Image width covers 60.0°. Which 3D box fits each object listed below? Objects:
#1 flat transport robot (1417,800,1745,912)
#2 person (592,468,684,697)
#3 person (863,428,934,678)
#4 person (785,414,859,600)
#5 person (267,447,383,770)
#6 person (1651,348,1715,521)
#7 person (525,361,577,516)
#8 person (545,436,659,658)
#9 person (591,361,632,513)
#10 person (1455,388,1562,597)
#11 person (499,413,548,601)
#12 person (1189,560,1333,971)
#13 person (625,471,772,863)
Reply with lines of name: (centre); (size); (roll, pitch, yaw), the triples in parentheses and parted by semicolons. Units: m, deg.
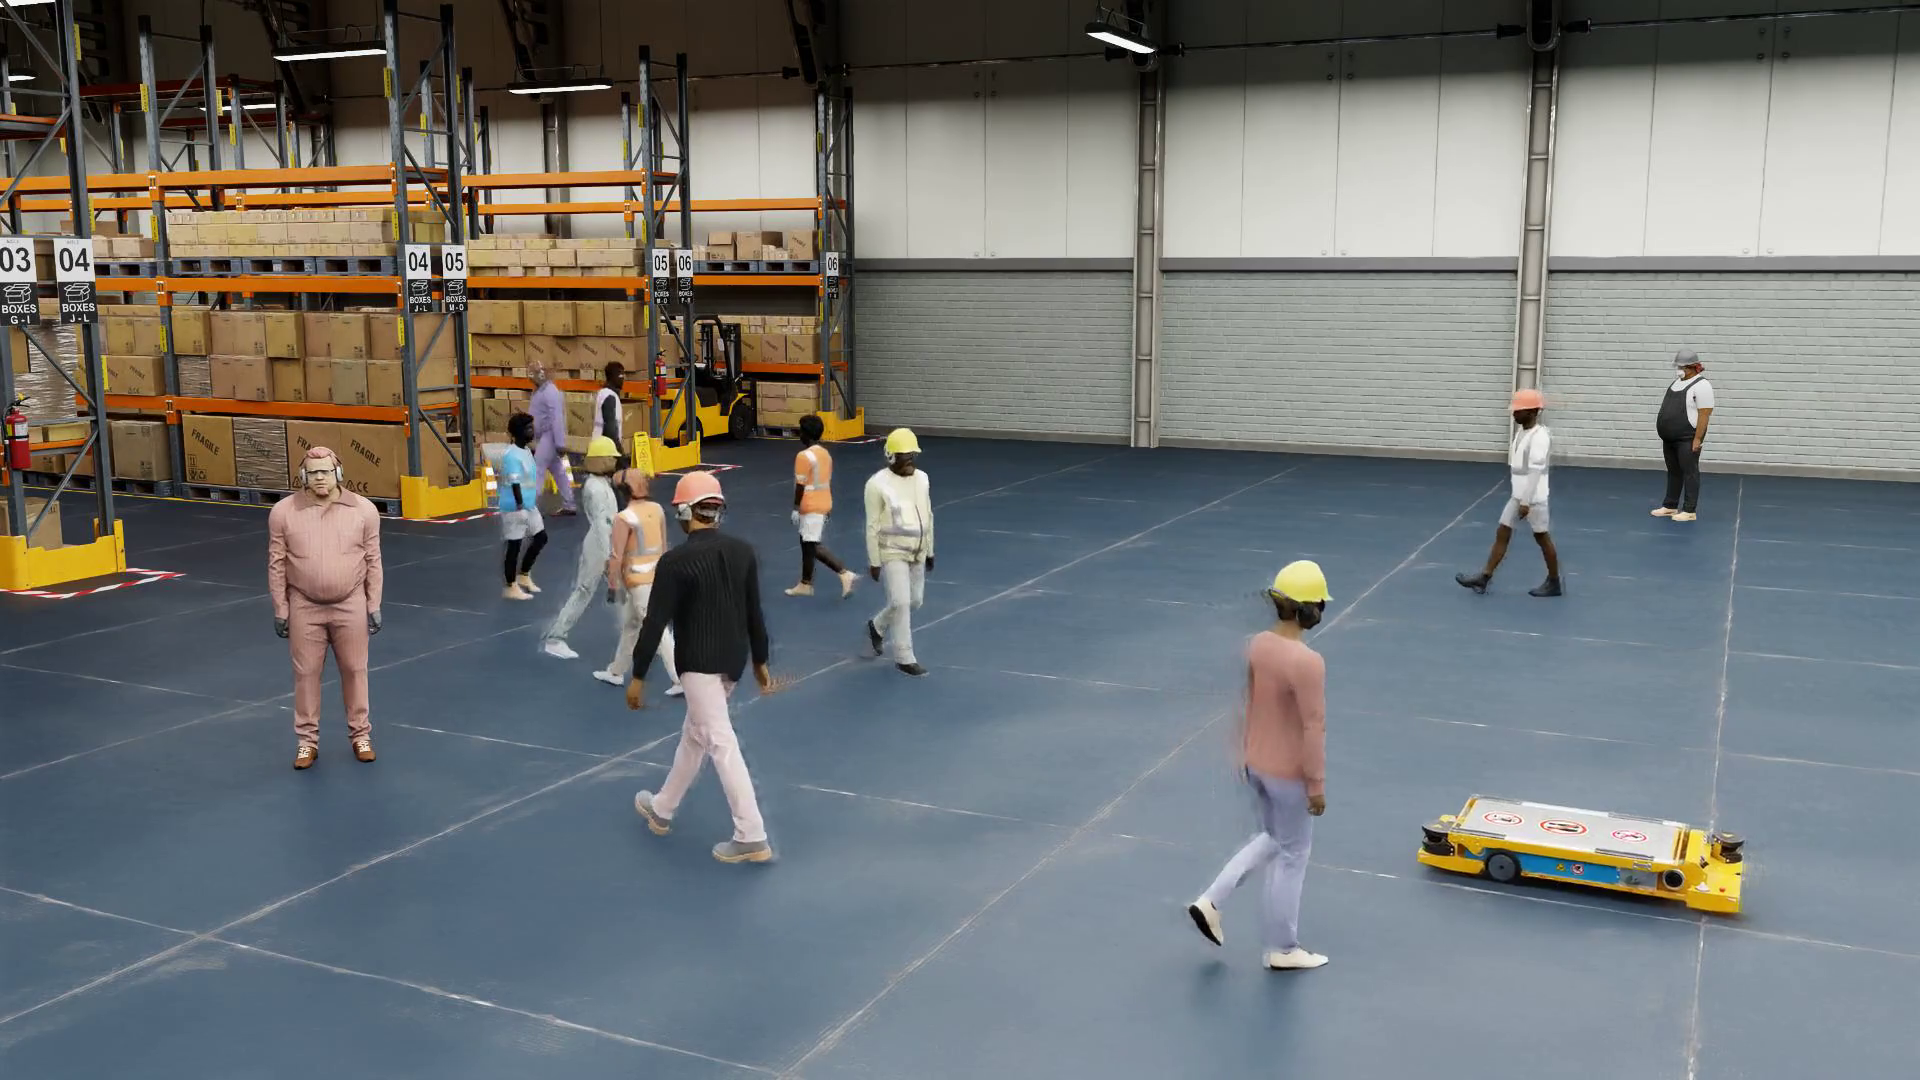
flat transport robot: (3.026, 1.502, 8.113); (1.431, 0.197, 0.652); (5, 10, 26)
person: (-2.204, 0.291, 11.512); (0.899, 1.588, 0.523); (4, 10, 22)
person: (-0.476, 0.070, 12.188); (0.711, 1.817, 0.594); (9, 13, 43)
person: (-1.237, -0.280, 14.755); (0.719, 1.670, 0.537); (3, 10, 17)
person: (-3.755, 0.397, 9.888); (0.643, 1.909, 0.410); (-4, 10, -22)
person: (8.474, -1.248, 19.566); (0.536, 2.000, 0.677); (-2, 9, -11)
person: (-4.979, -1.165, 19.608); (0.955, 1.863, 0.665); (-4, 10, -25)
person: (-2.749, 0.060, 12.585); (0.883, 1.701, 0.496); (-1, 9, -5)
person: (-3.928, -1.093, 19.063); (0.668, 1.888, 0.633); (-2, 10, -13)
person: (4.995, -0.406, 14.872); (0.994, 1.881, 0.573); (-1, 9, -5)
person: (-3.887, -0.287, 14.765); (0.395, 1.684, 0.548); (1, 9, 4)
person: (1.305, 0.956, 6.946); (0.513, 1.756, 0.536); (-3, 10, -16)
person: (-1.337, 0.632, 8.388); (1.036, 1.926, 0.742); (7, 11, 35)
